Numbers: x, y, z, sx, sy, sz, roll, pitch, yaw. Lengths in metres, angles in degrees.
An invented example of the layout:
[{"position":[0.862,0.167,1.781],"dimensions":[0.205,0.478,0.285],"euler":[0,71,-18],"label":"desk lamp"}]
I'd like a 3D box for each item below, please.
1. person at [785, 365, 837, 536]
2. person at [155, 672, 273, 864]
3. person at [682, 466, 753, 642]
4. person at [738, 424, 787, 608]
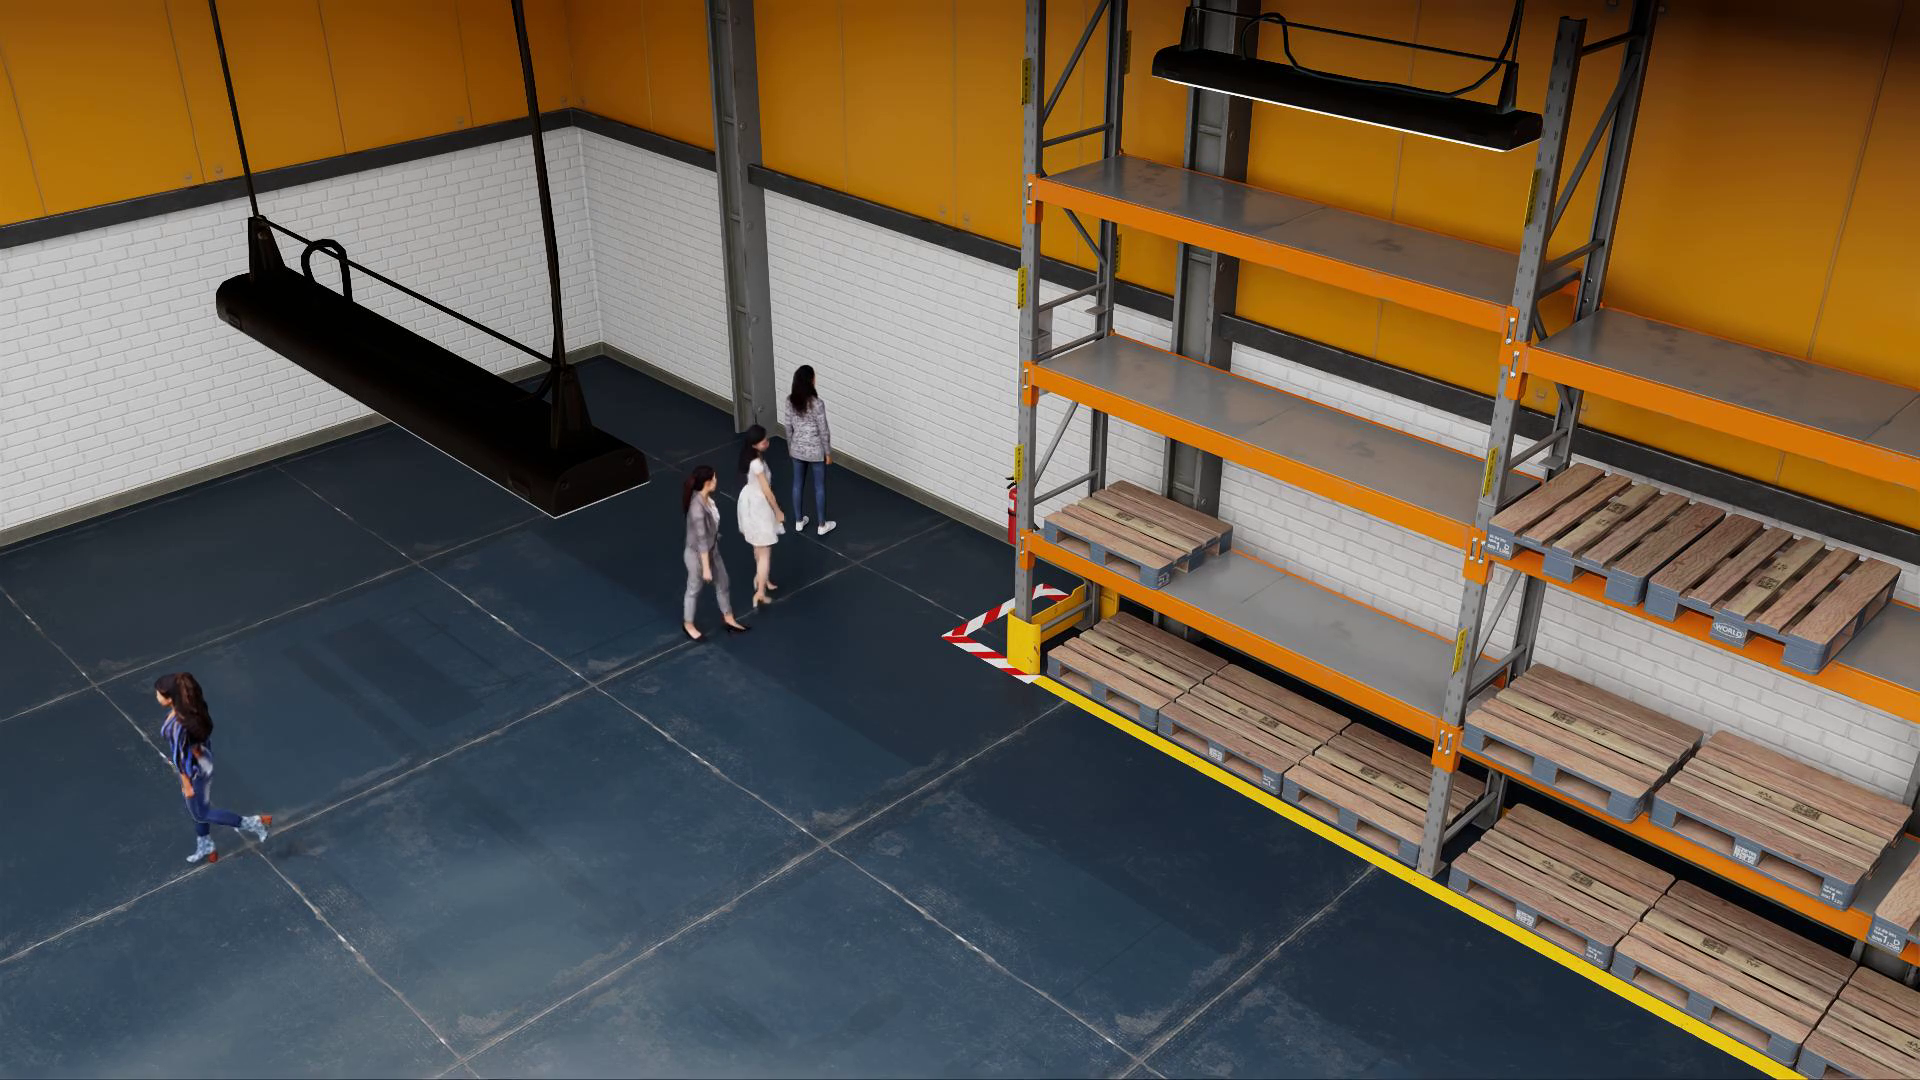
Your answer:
[{"position":[-1.482,-0.883,16.203],"dimensions":[0.593,1.734,0.741],"euler":[11,31,20],"label":"person"},{"position":[-5.323,1.630,11.731],"dimensions":[0.917,1.605,0.923],"euler":[-7,29,-13],"label":"person"},{"position":[-2.313,0.137,14.428],"dimensions":[1.057,1.642,0.997],"euler":[2,29,3],"label":"person"},{"position":[-1.810,-0.203,14.931],"dimensions":[0.854,1.759,0.756],"euler":[-12,31,-22],"label":"person"}]
